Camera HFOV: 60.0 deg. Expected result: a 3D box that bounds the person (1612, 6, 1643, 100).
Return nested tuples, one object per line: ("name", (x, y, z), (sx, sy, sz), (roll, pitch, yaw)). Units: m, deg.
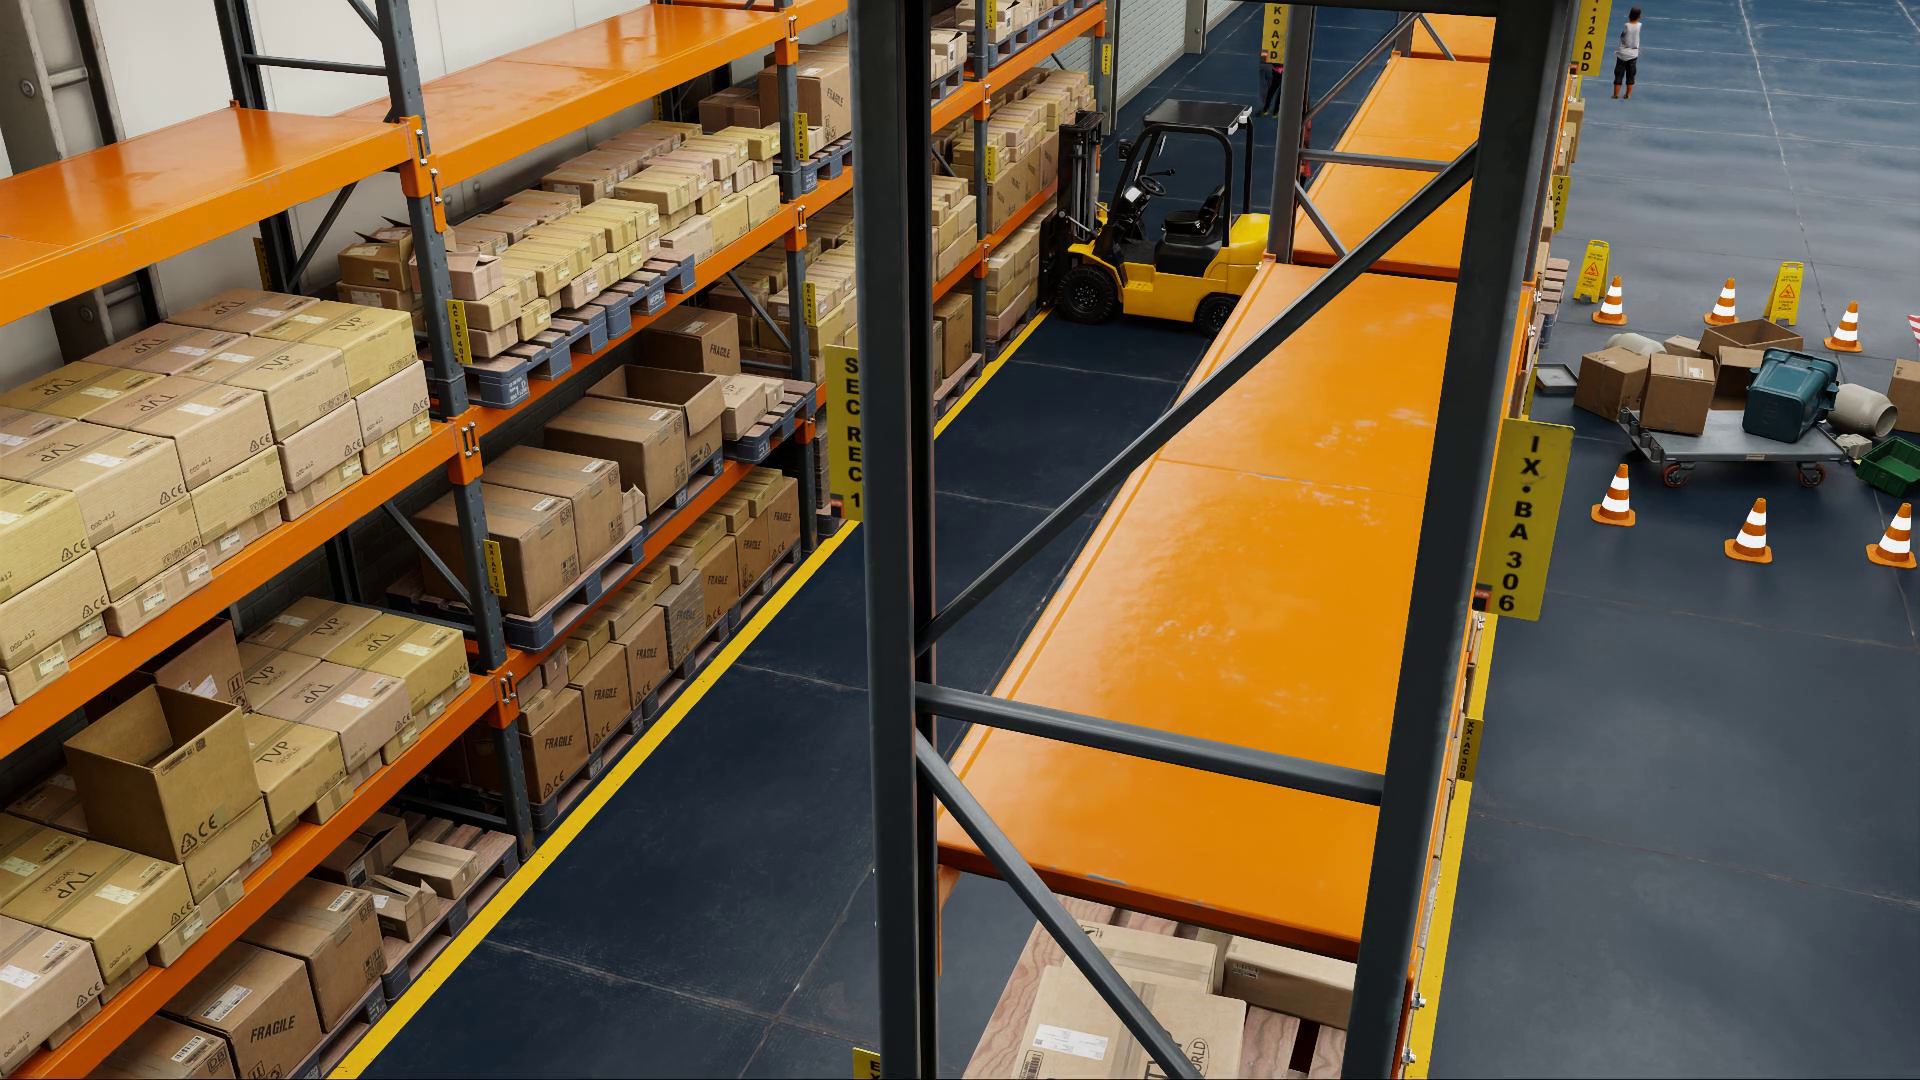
("person", (10.451, -7.646, 25.976), (0.614, 1.456, 0.578), (3, 28, 5))
